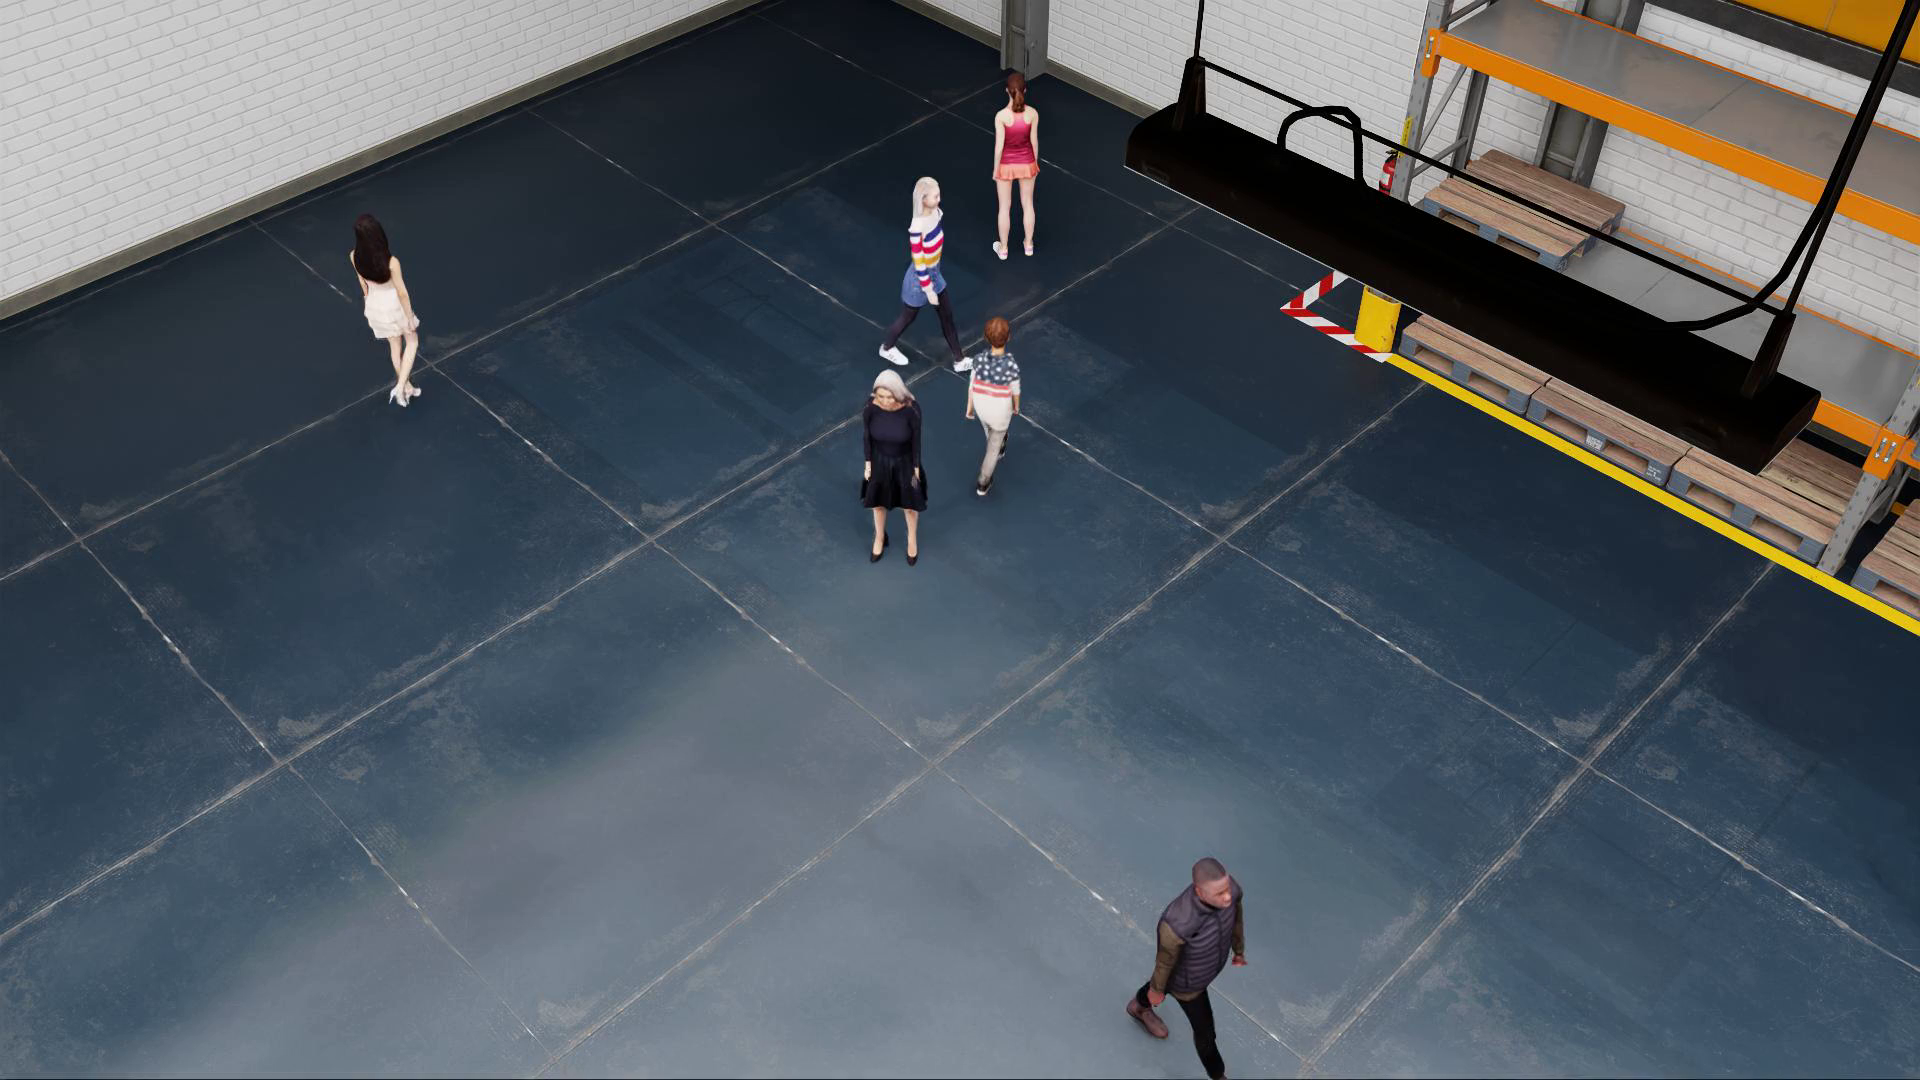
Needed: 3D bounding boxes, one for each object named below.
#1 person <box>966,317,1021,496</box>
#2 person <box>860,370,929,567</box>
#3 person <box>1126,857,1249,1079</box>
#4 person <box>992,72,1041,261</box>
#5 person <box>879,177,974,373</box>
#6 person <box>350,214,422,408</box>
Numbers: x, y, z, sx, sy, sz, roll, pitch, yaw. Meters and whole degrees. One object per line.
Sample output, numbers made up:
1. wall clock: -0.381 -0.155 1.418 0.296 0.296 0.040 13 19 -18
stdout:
1. person: 0.231 -0.945 12.303 0.939 1.401 0.830 13 45 13
2. person: -0.467 -0.501 11.595 0.702 1.735 0.791 5 44 5
3. person: 1.166 2.193 8.728 1.121 1.789 0.702 34 53 31
4. person: 0.482 -3.254 14.471 0.670 1.754 0.707 -8 44 -8
5. person: -0.374 -2.074 13.227 1.227 1.761 0.924 18 47 18
6. person: -4.455 -1.700 12.860 0.797 1.727 0.833 8 44 8
